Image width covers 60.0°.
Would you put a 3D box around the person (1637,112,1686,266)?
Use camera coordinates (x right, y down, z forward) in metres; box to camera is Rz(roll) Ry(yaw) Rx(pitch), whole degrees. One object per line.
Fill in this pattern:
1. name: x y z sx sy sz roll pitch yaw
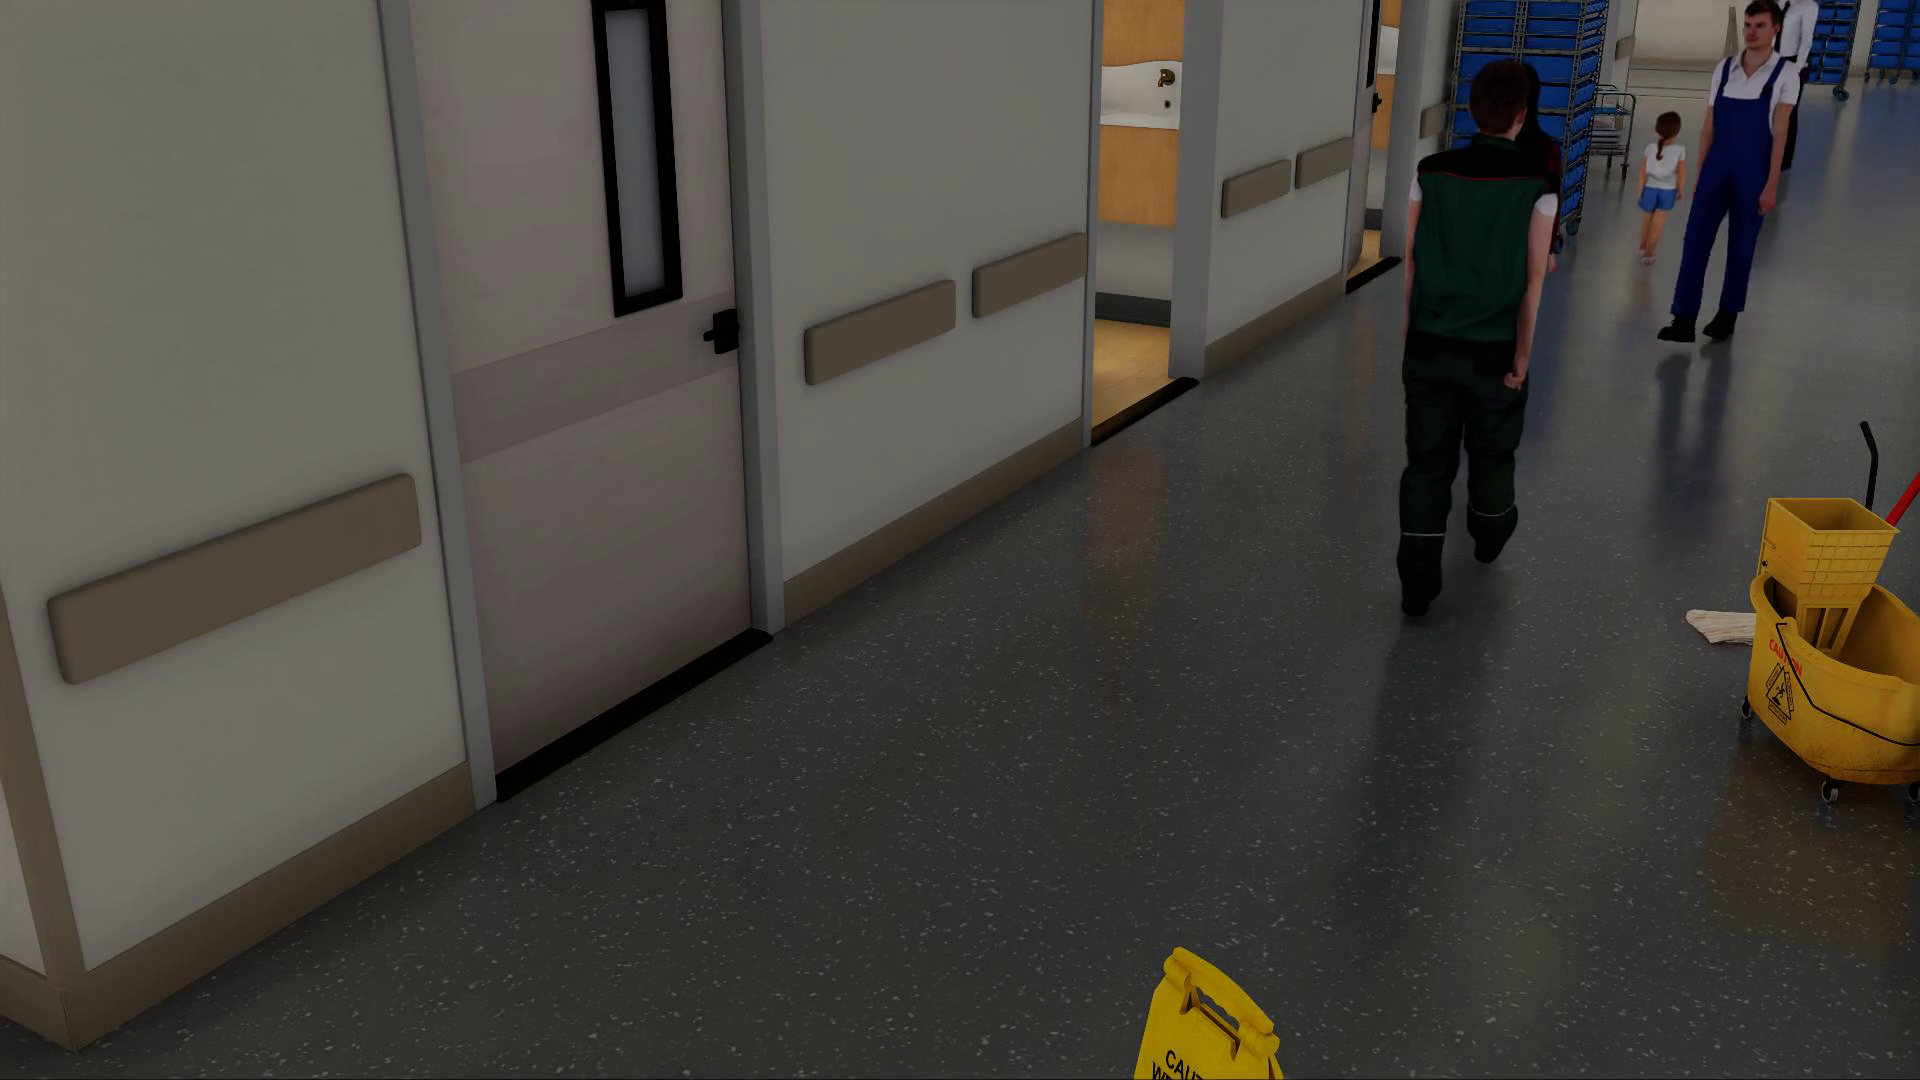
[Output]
1. person: 4.708 -2.360 11.211 0.437 1.010 0.521 14 25 32

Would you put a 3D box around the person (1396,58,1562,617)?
1. person: 1.639 -0.617 5.482 0.655 1.805 1.042 11 23 26

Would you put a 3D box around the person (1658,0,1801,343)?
1. person: 4.291 -1.991 9.086 0.793 1.826 1.090 18 27 39

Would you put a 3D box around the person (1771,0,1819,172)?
1. person: 7.515 -4.239 15.063 0.921 1.797 0.857 -4 21 -11

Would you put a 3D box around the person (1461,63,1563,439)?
1. person: 2.386 -1.228 7.357 0.736 1.623 1.108 18 27 40
